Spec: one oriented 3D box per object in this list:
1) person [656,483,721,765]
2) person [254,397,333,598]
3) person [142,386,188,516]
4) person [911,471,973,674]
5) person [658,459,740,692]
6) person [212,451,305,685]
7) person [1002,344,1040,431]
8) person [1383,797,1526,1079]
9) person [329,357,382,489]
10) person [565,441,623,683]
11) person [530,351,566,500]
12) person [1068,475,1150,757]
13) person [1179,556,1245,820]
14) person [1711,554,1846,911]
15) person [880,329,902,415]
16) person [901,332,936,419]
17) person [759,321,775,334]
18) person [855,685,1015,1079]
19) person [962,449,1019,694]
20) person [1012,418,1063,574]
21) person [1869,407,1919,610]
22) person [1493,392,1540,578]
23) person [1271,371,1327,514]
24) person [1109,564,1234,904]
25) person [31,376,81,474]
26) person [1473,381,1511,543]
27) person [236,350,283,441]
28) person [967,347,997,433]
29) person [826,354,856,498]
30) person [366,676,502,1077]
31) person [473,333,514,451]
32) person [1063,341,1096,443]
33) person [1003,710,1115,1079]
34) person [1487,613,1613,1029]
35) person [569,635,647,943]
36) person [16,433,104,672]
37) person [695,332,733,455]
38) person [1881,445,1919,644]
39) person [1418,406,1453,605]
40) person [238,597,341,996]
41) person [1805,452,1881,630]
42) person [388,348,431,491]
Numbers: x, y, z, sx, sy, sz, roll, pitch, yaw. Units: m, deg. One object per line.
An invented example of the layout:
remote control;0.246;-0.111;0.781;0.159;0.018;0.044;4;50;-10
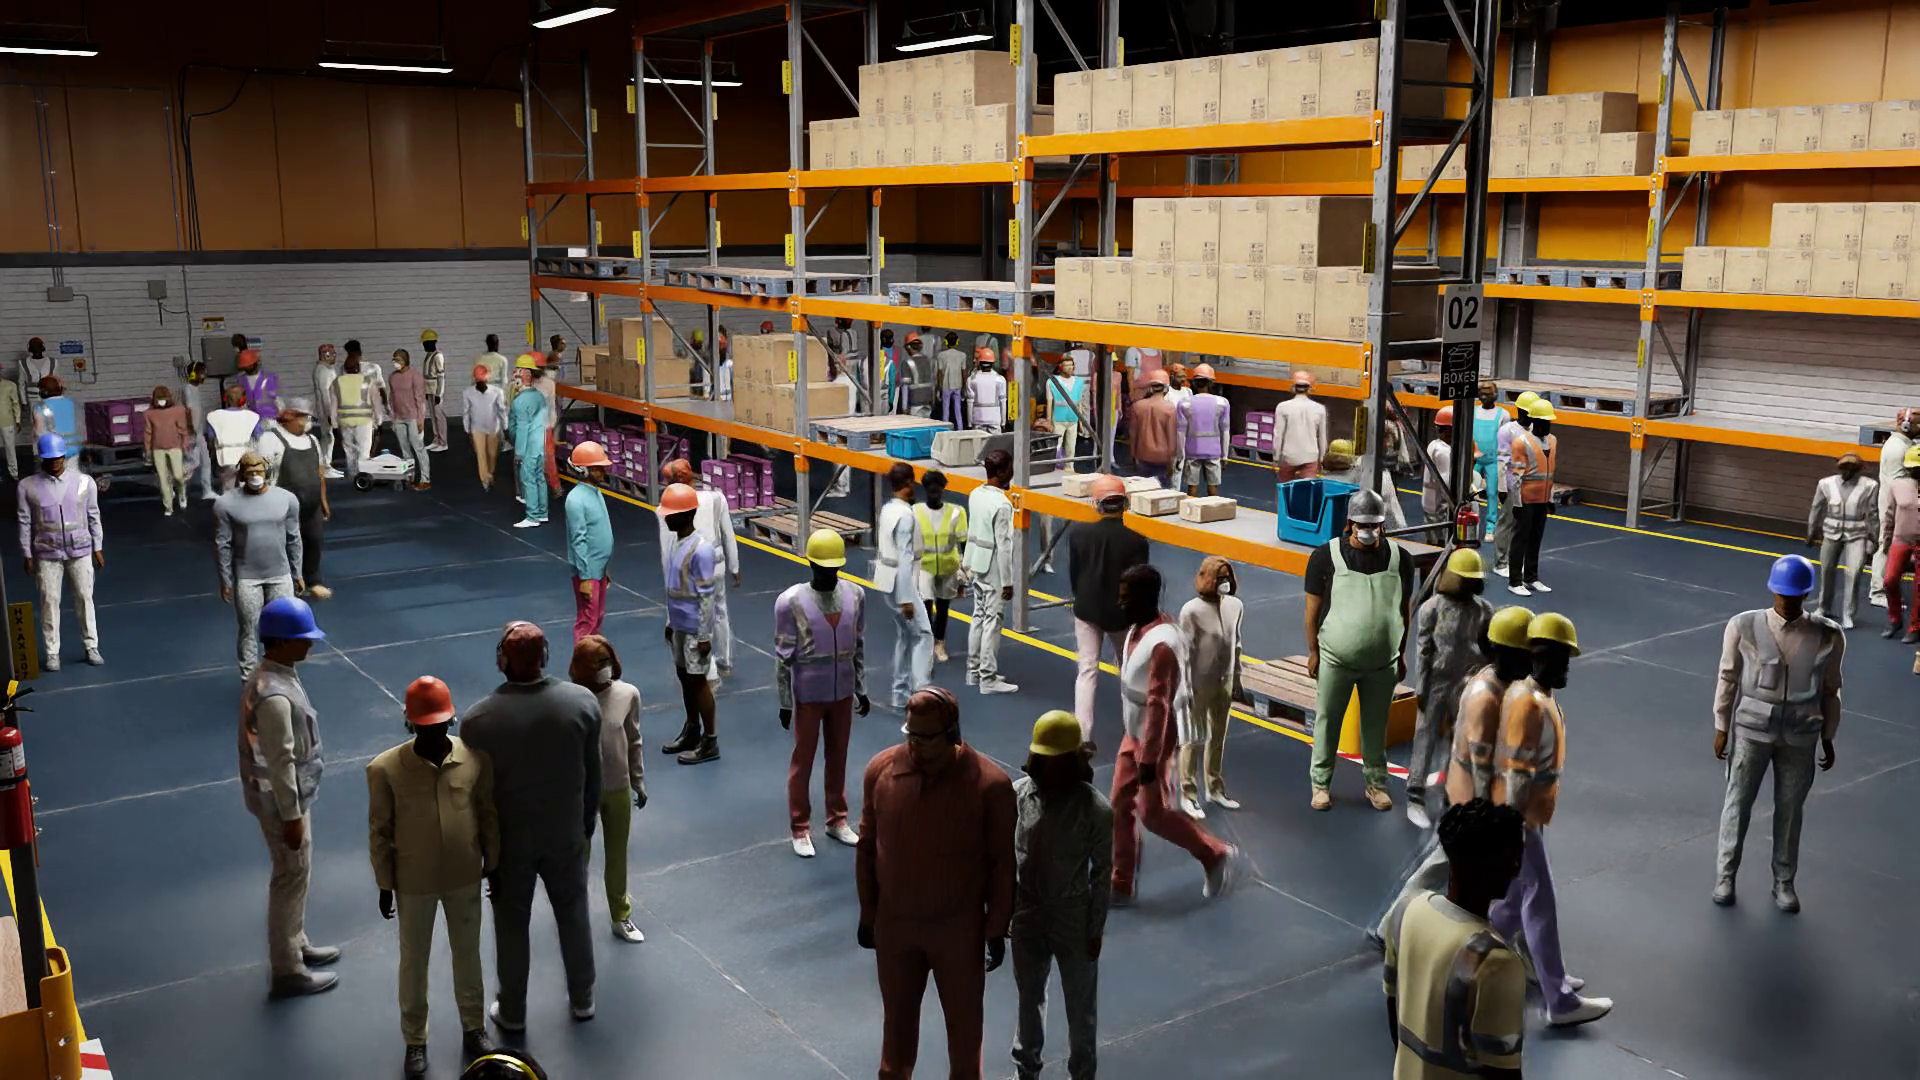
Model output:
person;-1.855;0.565;11.263;0.388;1.928;0.552;-7;13;-31
person;-6.303;-0.381;15.803;0.546;2.000;0.748;6;13;30
person;-9.814;-1.098;20.555;0.499;1.619;0.341;-3;11;-15
person;-0.183;0.257;13.499;0.554;1.643;0.847;-1;11;-7
person;-2.071;0.252;13.106;0.656;1.833;0.694;-5;12;-24
person;-5.312;0.285;12.655;0.636;1.938;0.363;-7;13;-34
person;0.980;-2.638;27.630;0.626;1.941;0.867;-3;12;-17
person;1.542;1.738;5.146;0.361;1.965;0.613;-4;12;-18
person;-8.208;-1.586;22.625;0.656;1.797;0.901;-2;11;-10
person;-2.827;0.233;12.778;0.376;1.995;0.612;0;11;1
person;-5.535;-1.491;21.752;0.620;1.947;0.996;-7;13;-33
person;1.036;0.502;11.610;0.601;1.915;1.085;3;12;17
person;1.559;0.898;10.302;0.499;1.633;0.286;-8;14;-35
person;4.353;1.020;8.876;0.613;1.943;0.405;4;12;18
person;-1.200;-2.548;27.404;0.633;1.842;0.429;-7;13;-34
person;-0.635;-1.997;24.163;0.677;2.018;0.472;-10;15;-43
person;-3.610;-3.212;31.049;0.337;1.742;0.562;-3;11;-13
person;-0.118;1.496;6.558;0.637;1.902;0.406;3;11;15
person;0.229;0.243;12.966;0.383;1.908;0.585;-5;12;-23
person;0.767;-0.469;17.303;0.645;1.627;0.452;0;11;1
person;8.909;-0.308;15.773;0.399;1.908;0.643;6;13;29
person;5.752;-0.572;17.101;0.585;1.917;0.382;-8;13;-34
person;3.823;-0.926;18.863;0.658;1.954;0.735;-2;11;-8
person;1.053;1.053;8.870;0.799;1.884;0.609;-2;11;-12
person;-10.683;-1.015;19.620;0.571;1.829;0.629;6;12;26
person;5.967;-0.889;18.902;0.506;1.846;0.348;7;13;31
person;-9.565;-1.664;22.733;0.585;1.898;0.523;2;11;8
person;0.320;-1.790;23.464;0.362;1.874;0.589;-8;13;-35
person;-1.595;-1.497;21.872;0.405;1.905;0.659;2;11;12
person;-2.265;1.437;7.234;0.563;1.751;0.329;-7;13;-31
person;-7.313;-2.273;25.905;0.606;1.884;0.953;3;11;13
person;1.920;-2.488;27.124;0.589;1.832;0.404;-3;12;-17
person;0.380;1.532;6.772;0.487;1.745;0.292;5;12;26
person;2.724;1.290;7.722;0.696;1.859;0.667;6;13;28
person;-1.825;1.271;8.389;0.507;1.633;0.280;-7;13;-34
person;-7.348;0.092;13.616;0.614;1.947;0.391;-7;13;-34
person;-3.538;-2.024;24.278;0.641;2.017;0.662;-1;11;-7
person;8.240;0.042;14.380;0.408;1.748;0.543;-10;15;-41
person;4.542;-0.301;15.656;0.378;1.936;0.548;1;11;5
person;-3.195;1.215;7.924;0.421;1.932;0.619;-5;12;-22
person;7.962;-0.007;15.009;0.599;1.598;0.696;9;14;37
person;-7.450;-1.624;22.468;0.628;1.929;0.379;6;13;29
